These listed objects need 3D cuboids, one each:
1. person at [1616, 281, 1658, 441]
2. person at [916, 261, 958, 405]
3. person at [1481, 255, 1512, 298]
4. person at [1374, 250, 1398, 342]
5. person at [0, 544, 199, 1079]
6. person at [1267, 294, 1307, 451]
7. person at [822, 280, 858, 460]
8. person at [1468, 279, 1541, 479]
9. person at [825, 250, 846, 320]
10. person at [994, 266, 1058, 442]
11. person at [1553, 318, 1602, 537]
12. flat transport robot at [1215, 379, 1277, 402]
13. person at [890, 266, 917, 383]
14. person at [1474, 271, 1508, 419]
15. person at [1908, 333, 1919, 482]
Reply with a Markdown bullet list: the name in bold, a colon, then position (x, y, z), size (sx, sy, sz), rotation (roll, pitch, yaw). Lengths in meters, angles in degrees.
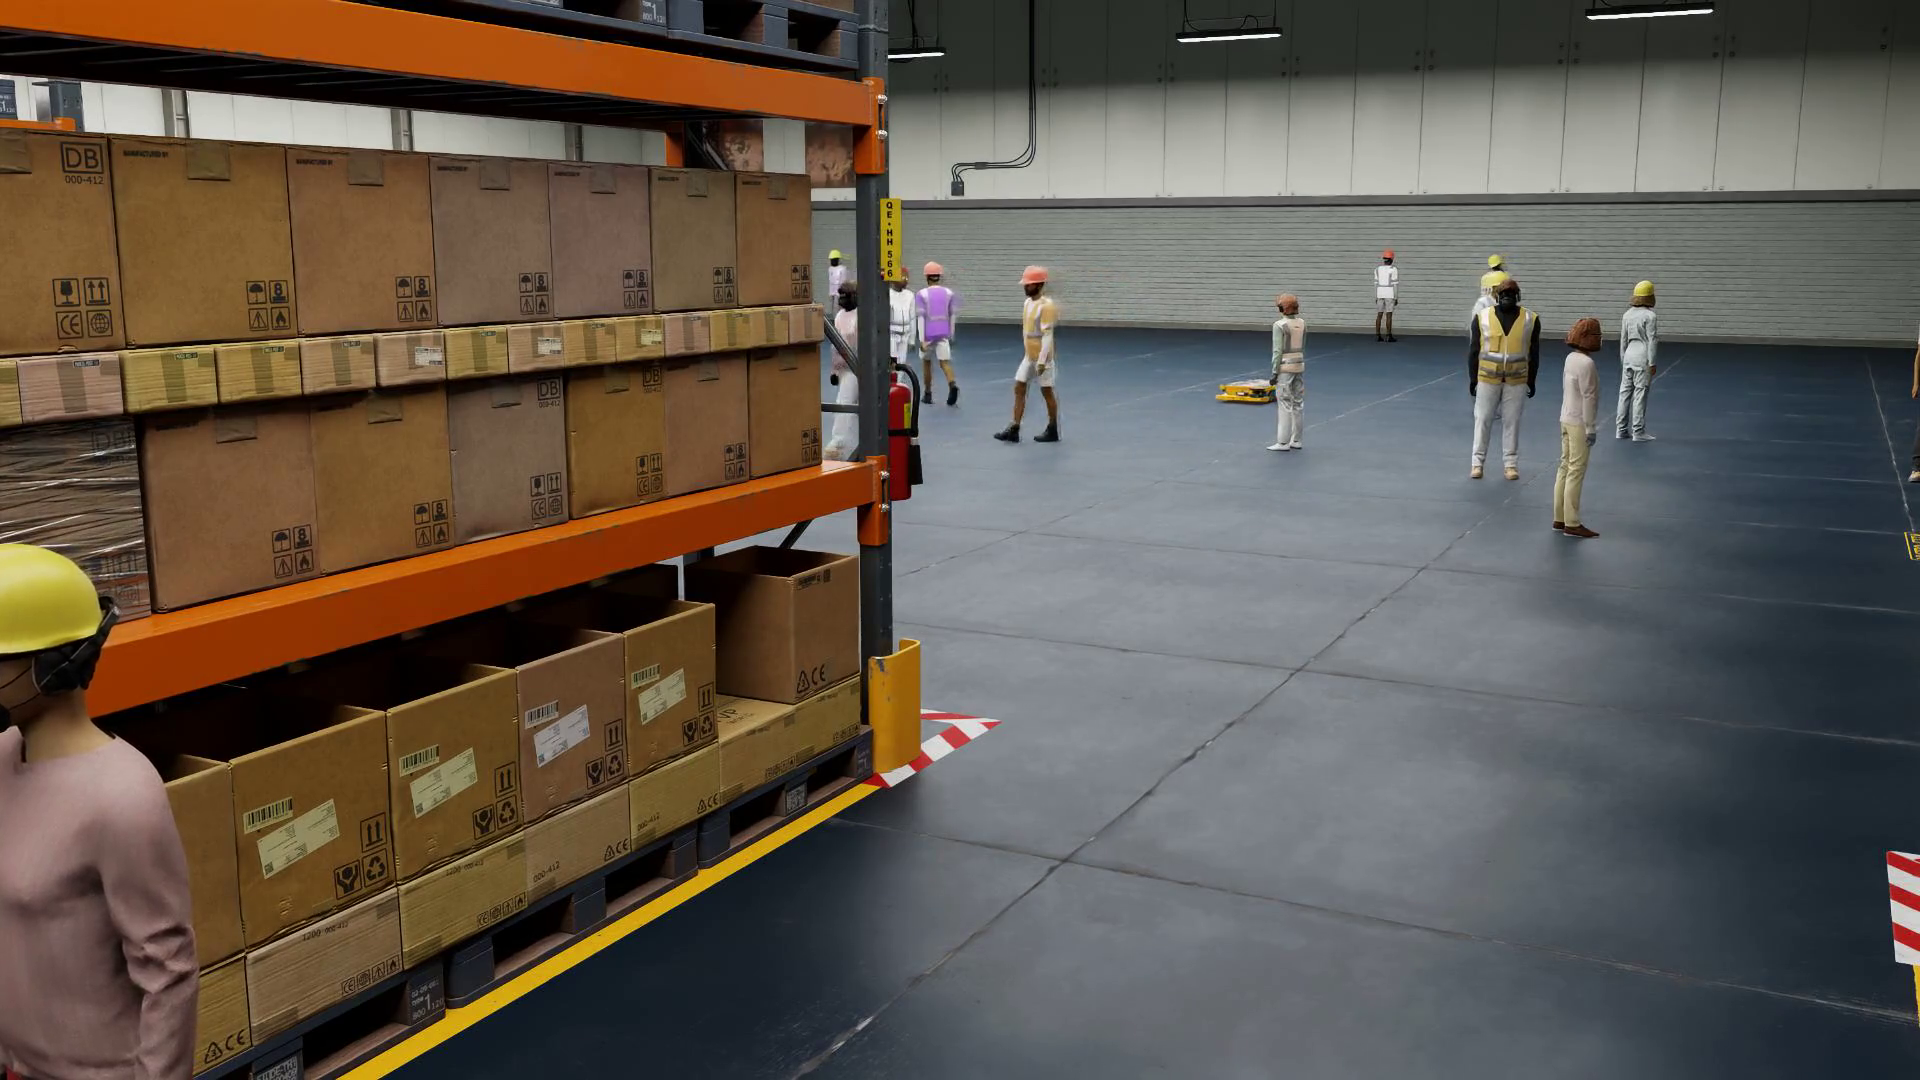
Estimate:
- **person**: position (7.457, -1.962, 18.246), size (0.282, 1.746, 0.493), rotation (-4, 11, -21)
- **person**: position (-0.289, -2.711, 21.917), size (0.552, 1.908, 0.864), rotation (-4, 11, -22)
- **person**: position (9.990, -4.370, 31.033), size (0.665, 1.875, 0.639), rotation (-1, 10, -7)
- **person**: position (8.979, -5.130, 35.001), size (0.545, 1.938, 0.360), rotation (10, 14, 44)
- **person**: position (-1.448, 0.876, 2.719), size (0.535, 1.766, 0.320), rotation (7, 13, 35)
- **person**: position (3.416, -1.739, 17.334), size (0.515, 1.636, 0.314), rotation (-9, 14, -41)
- **person**: position (-1.050, -1.714, 16.762), size (0.951, 1.802, 0.639), rotation (-6, 12, -29)
- **person**: position (5.006, -1.476, 15.336), size (0.624, 1.845, 0.430), rotation (3, 11, 14)
- **person**: position (-2.755, -5.466, 36.875), size (0.420, 1.916, 0.606), rotation (-8, 13, -36)
- **person**: position (0.733, -1.976, 17.886), size (0.874, 1.901, 0.577), rotation (-6, 12, -29)
- **person**: position (4.644, -0.844, 12.456), size (0.284, 1.633, 0.500), rotation (0, 10, 2)
- **flat transport robot**: position (4.072, -2.049, 22.745), size (0.652, 0.197, 1.431), rotation (6, 12, 31)
- **person**: position (-0.811, -2.508, 20.885), size (0.572, 1.864, 0.434), rotation (-9, 14, -41)
- **person**: position (6.568, -2.390, 20.396), size (0.608, 1.811, 0.437), rotation (-4, 11, -20)
- **person**: position (8.913, -1.423, 15.037), size (0.517, 1.843, 0.326), rotation (5, 11, 25)
